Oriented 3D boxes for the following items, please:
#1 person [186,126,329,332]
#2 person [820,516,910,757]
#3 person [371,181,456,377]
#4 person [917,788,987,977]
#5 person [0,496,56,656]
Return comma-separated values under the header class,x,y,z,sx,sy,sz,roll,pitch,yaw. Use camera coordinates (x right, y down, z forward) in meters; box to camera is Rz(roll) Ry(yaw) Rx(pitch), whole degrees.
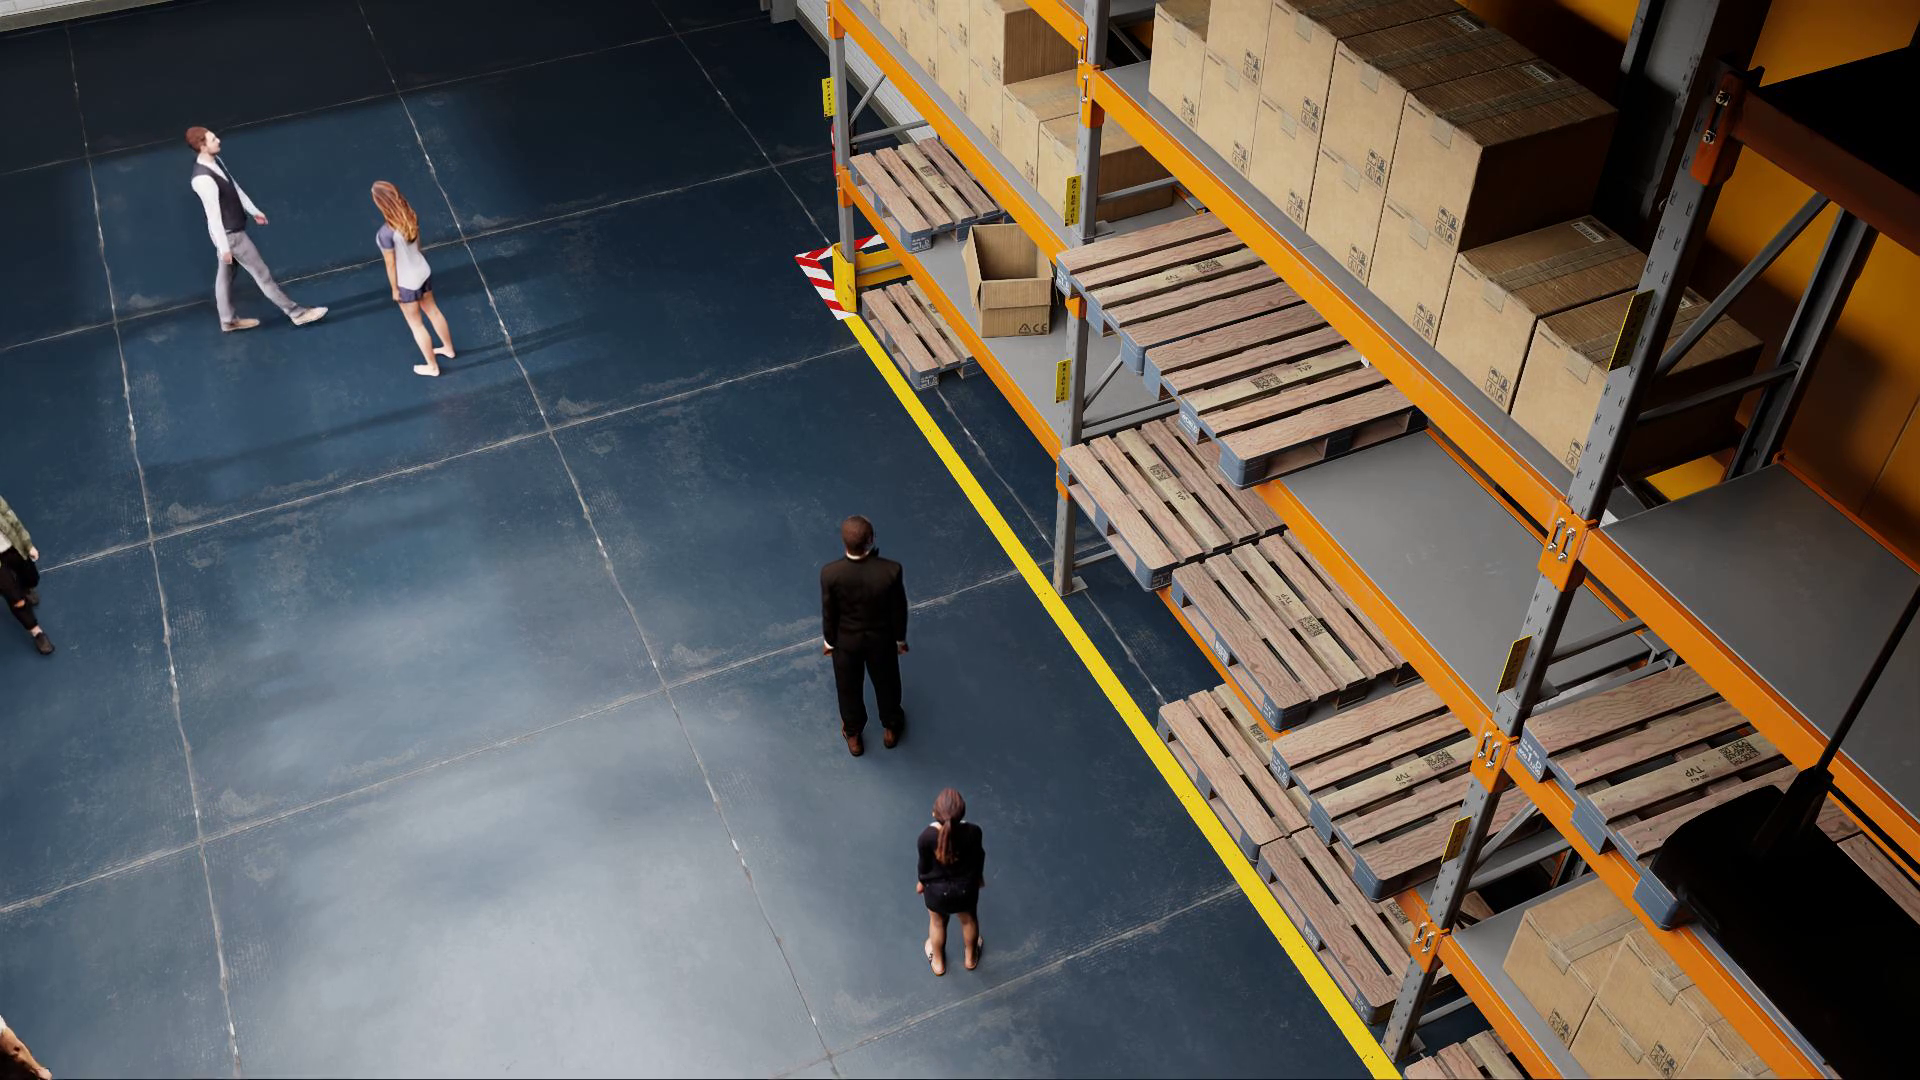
class,x,y,z,sx,sy,sz,roll,pitch,yaw
person,-6.038,-2.480,13.517,0.805,1.903,1.076,-15,46,-15
person,-0.590,0.597,10.288,0.767,1.904,0.737,-4,44,-4
person,-4.353,-2.083,13.229,0.736,1.726,0.670,13,45,13
person,-0.048,1.882,9.191,0.605,1.555,0.630,-5,44,-5
person,-6.444,0.082,11.151,0.997,1.457,0.798,33,53,30
